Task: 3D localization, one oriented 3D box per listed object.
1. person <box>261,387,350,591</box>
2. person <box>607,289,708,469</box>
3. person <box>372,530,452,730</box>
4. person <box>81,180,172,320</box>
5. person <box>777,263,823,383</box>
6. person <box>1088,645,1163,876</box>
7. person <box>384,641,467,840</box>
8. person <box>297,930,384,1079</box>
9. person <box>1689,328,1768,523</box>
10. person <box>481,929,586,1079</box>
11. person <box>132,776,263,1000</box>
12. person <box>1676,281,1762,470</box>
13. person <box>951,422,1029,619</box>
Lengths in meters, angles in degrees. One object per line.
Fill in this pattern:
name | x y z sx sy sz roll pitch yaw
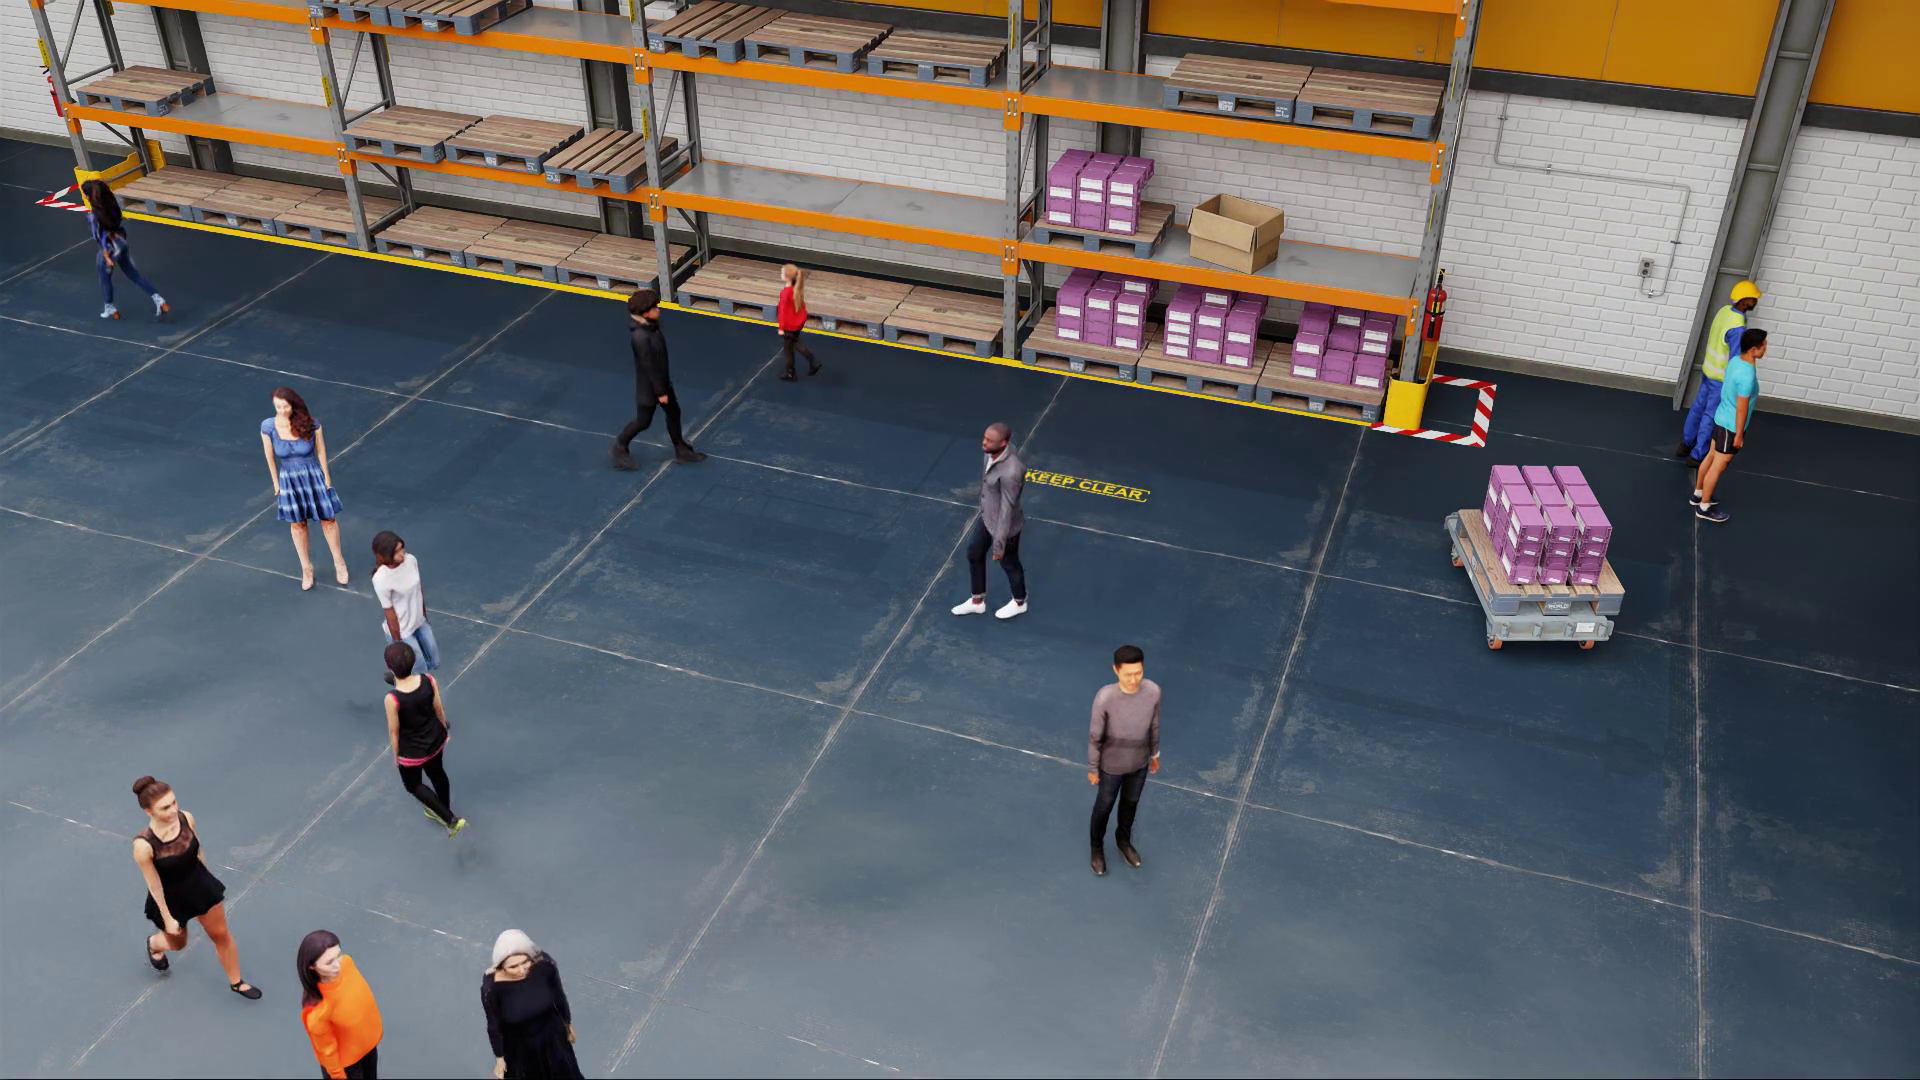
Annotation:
person | -5.294 -0.413 13.428 0.710 1.806 0.814 -8 34 -12
person | -2.848 -1.404 14.967 1.180 1.753 0.810 3 34 4
person | -4.030 0.646 11.926 0.775 1.705 0.578 9 35 13
person | -8.862 -3.033 17.568 1.091 1.586 0.763 5 34 8
person | -1.617 -2.139 16.506 0.689 1.273 0.508 14 36 20
person | 1.055 1.402 10.733 0.676 1.766 0.777 -20 39 -27
person | -3.532 1.368 10.995 0.836 1.533 0.679 23 40 30
person | -3.228 2.714 8.776 0.651 1.748 0.680 1 34 2
person | 6.638 -1.012 14.355 0.573 1.776 0.648 6 34 9
person | -2.317 2.667 8.855 0.848 1.737 0.943 -26 41 -33
person | -4.650 2.072 9.827 1.044 1.653 0.686 17 37 24
person | 6.895 -1.516 15.081 0.675 1.812 0.729 1 34 2
person | 0.404 -0.147 13.038 1.055 1.794 0.991 -11 35 -17
